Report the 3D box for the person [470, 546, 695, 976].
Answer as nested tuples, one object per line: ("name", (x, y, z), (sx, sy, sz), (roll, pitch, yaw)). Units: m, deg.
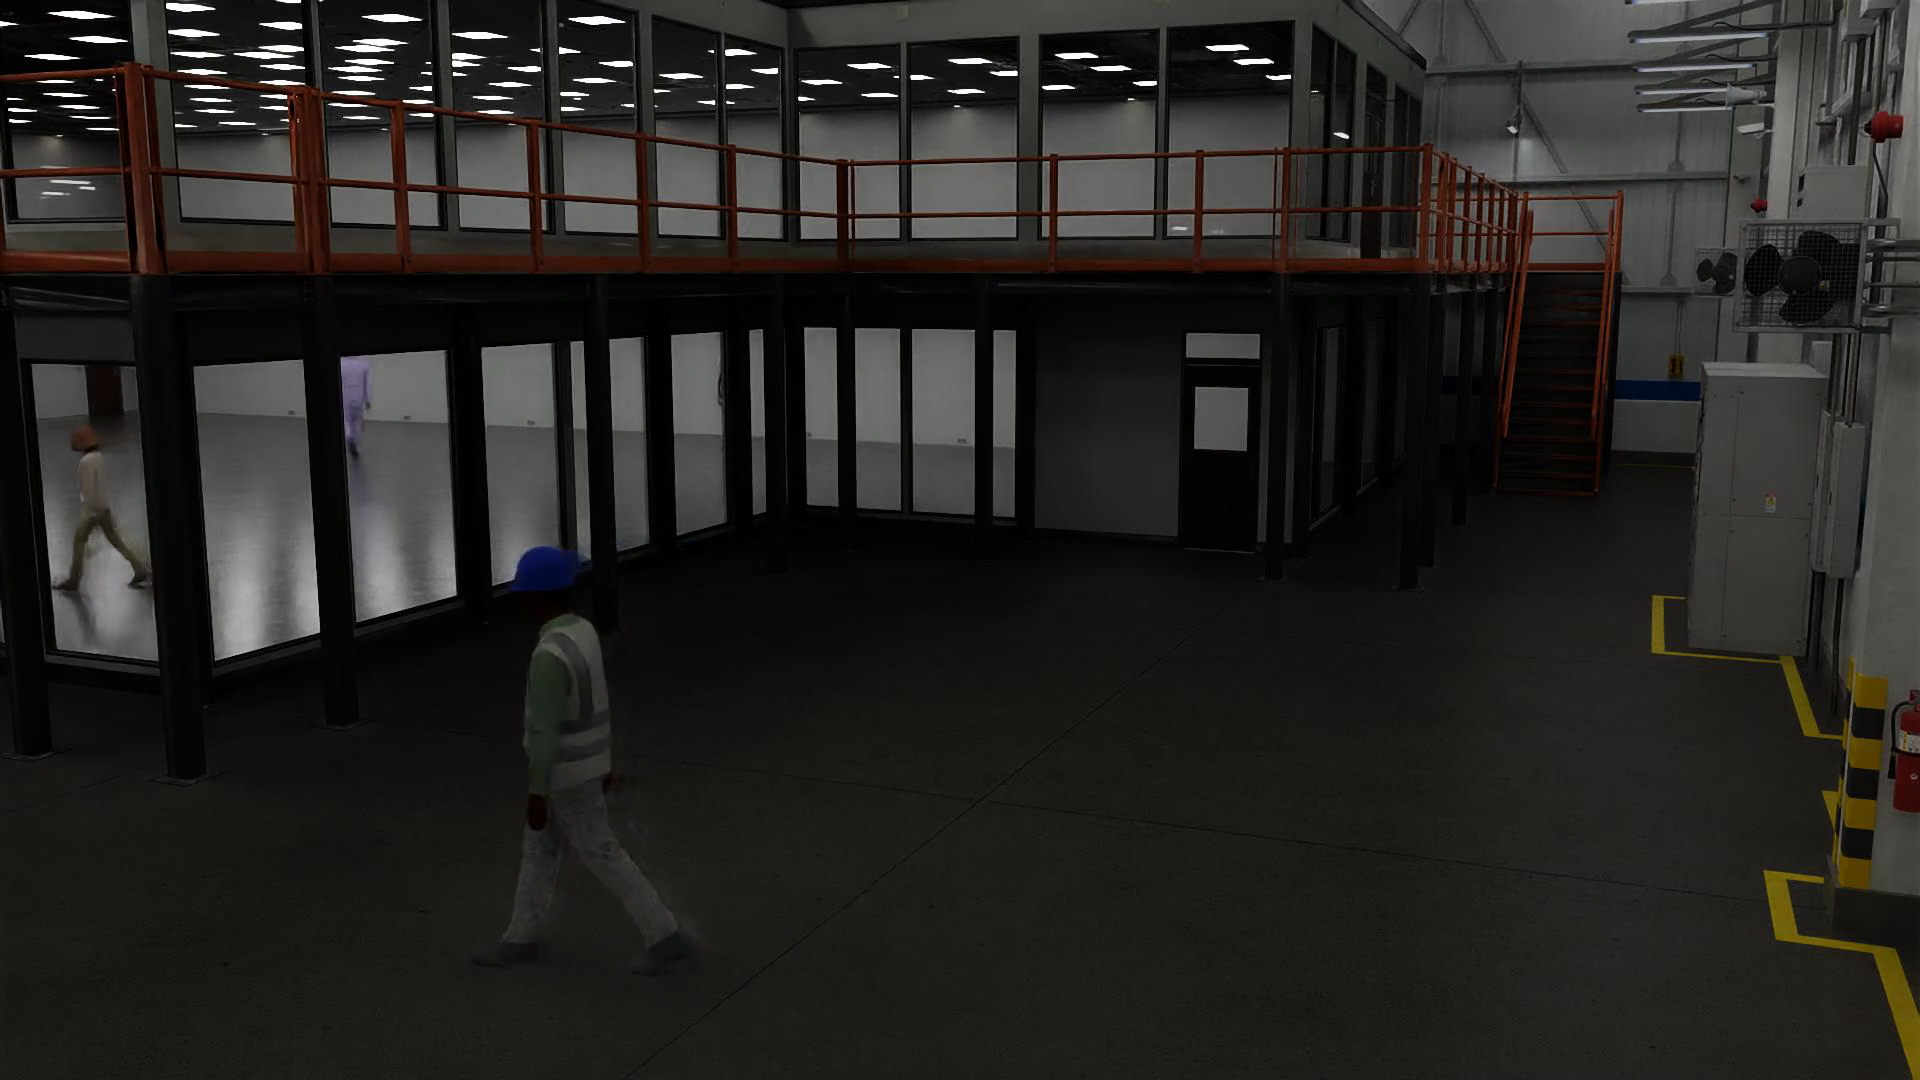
("person", (-1.625, 0.965, 7.154), (0.986, 1.907, 0.615), (0, 9, -2))
